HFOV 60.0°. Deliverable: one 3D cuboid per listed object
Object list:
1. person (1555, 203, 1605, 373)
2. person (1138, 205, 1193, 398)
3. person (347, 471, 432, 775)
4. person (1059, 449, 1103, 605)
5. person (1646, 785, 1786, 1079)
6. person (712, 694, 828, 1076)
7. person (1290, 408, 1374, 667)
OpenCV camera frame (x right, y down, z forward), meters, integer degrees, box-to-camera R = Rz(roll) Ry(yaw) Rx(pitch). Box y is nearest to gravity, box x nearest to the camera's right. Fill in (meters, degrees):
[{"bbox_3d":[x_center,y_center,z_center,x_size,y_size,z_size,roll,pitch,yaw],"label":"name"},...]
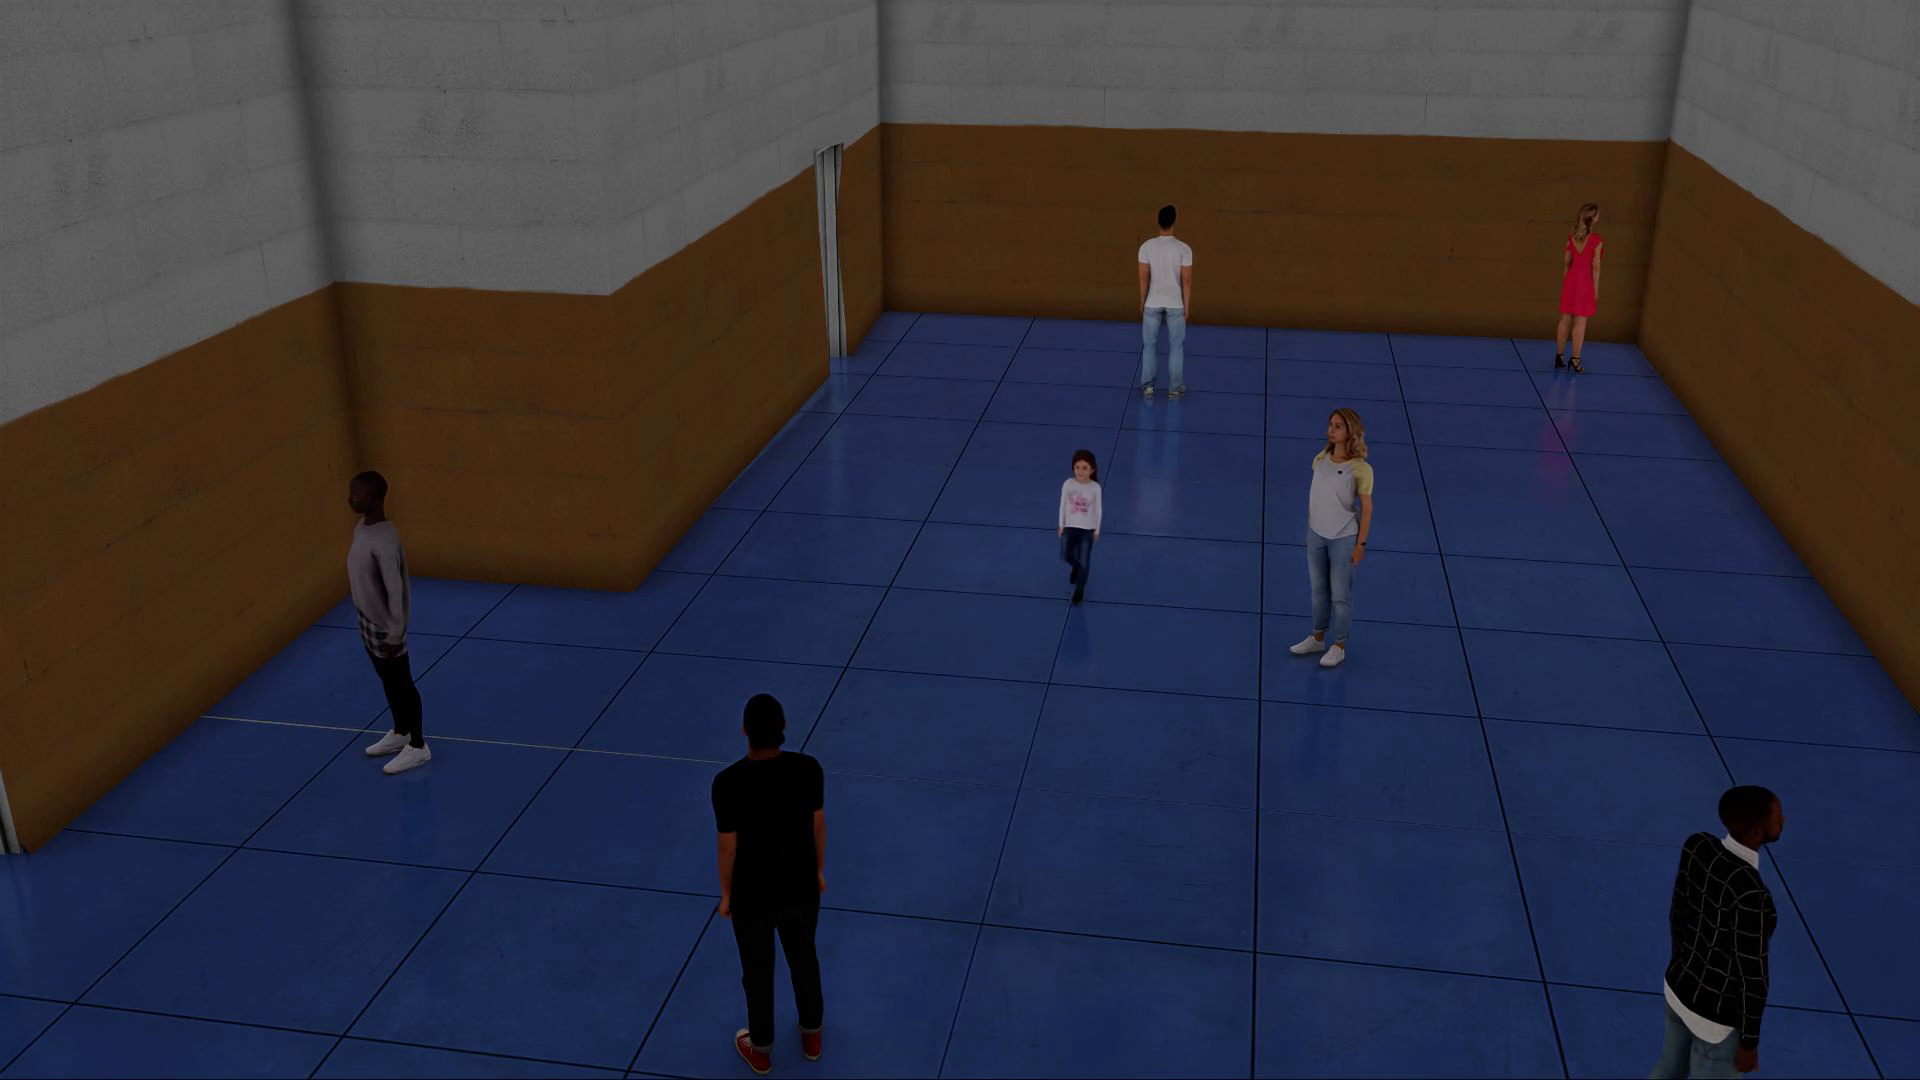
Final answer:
[{"bbox_3d":[6.344,-2.598,17.052,0.719,1.728,0.669,-13,25,-28],"label":"person"},{"bbox_3d":[1.990,-2.314,16.159,0.518,1.866,0.745,6,23,13],"label":"person"},{"bbox_3d":[-3.243,0.451,9.406,0.755,1.772,0.682,-16,27,-35],"label":"person"},{"bbox_3d":[0.850,-0.123,11.727,0.610,1.106,0.555,7,23,17],"label":"person"},{"bbox_3d":[2.782,1.714,6.198,0.665,1.820,0.725,-3,22,-7],"label":"person"},{"bbox_3d":[-0.781,1.438,6.968,0.691,1.758,0.787,-9,24,-21],"label":"person"},{"bbox_3d":[2.401,-0.022,10.629,0.758,1.722,0.689,-16,27,-35],"label":"person"}]
